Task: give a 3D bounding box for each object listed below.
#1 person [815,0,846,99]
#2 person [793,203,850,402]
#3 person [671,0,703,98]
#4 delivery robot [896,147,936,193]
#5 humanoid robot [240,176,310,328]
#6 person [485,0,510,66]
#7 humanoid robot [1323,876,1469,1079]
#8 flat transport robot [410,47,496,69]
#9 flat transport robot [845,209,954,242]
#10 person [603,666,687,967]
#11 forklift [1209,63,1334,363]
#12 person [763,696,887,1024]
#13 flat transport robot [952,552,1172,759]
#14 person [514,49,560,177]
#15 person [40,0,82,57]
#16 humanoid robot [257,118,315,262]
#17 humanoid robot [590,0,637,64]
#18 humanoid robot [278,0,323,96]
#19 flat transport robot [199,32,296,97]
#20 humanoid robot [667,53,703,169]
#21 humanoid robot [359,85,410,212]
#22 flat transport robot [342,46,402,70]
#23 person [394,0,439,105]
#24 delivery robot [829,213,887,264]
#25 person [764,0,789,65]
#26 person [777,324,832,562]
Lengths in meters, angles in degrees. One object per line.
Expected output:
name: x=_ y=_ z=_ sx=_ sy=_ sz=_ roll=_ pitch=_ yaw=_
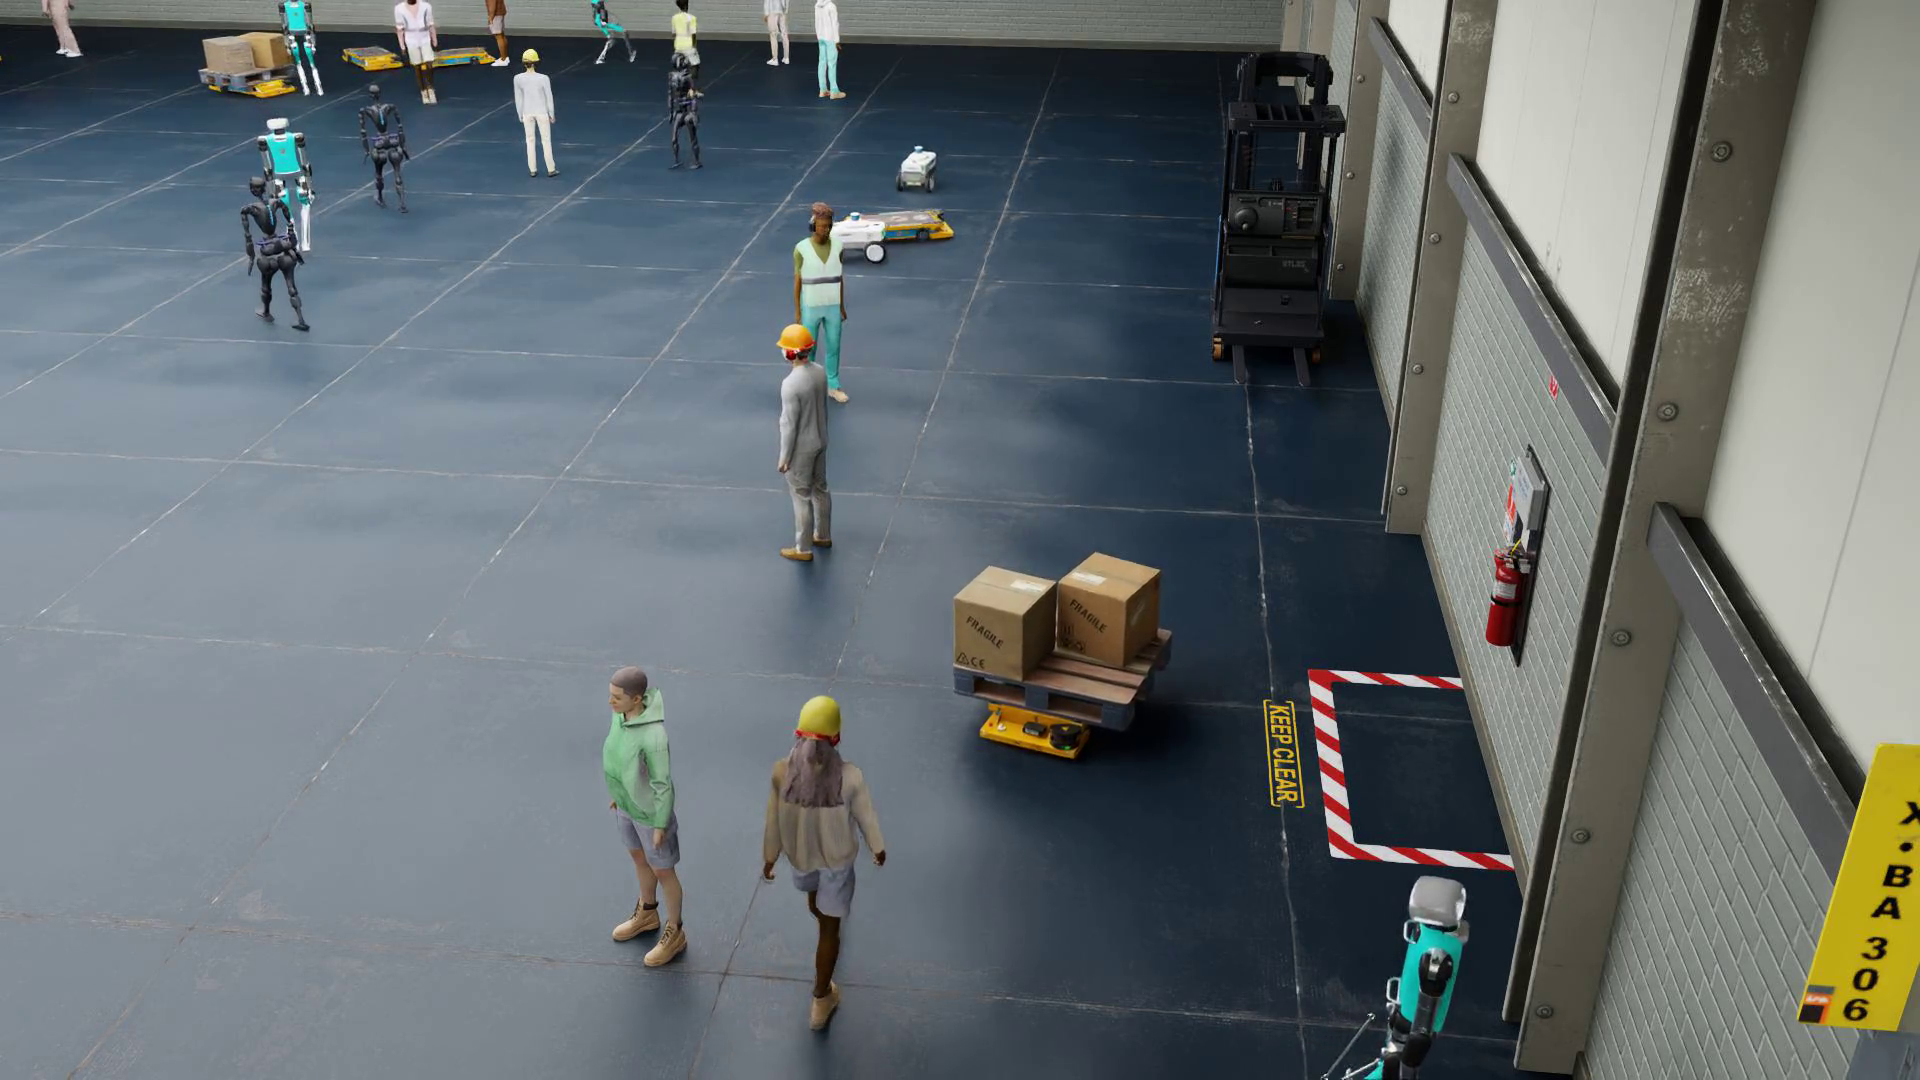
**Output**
person: x=-2.240 y=-8.488 z=28.251 sx=0.488 sy=1.913 sz=0.373 roll=21 pitch=34 yaw=36
person: x=-1.331 y=-2.195 z=15.634 sx=0.576 sy=1.975 sz=0.432 roll=-11 pitch=29 yaw=-22
person: x=-4.679 y=-8.382 z=28.302 sx=0.549 sy=1.666 sz=0.416 roll=14 pitch=30 yaw=25
delivery robot: x=-0.576 y=-5.154 z=23.099 sx=0.499 sy=0.586 sz=0.773 roll=6 pitch=27 yaw=12
humanoid robot: x=-7.345 y=-3.078 z=17.755 sx=0.781 sy=1.621 sz=0.616 roll=21 pitch=33 yaw=35
person: x=-8.596 y=-9.762 z=30.855 sx=0.384 sy=1.853 sz=0.801 roll=-1 pitch=27 yaw=-2
humanoid robot: x=1.748 y=2.209 z=7.146 sx=0.665 sy=1.842 sz=0.555 roll=8 pitch=28 yaw=15
flat transport robot: x=-9.503 y=-9.027 z=31.160 sx=1.431 sy=0.231 sz=0.659 roll=-14 pitch=30 yaw=-26
flat transport robot: x=-0.848 y=-3.950 z=21.024 sx=1.431 sy=0.231 sz=0.659 roll=-6 pitch=27 yaw=-12
person: x=-1.644 y=1.414 z=8.670 sx=0.348 sy=1.743 sz=0.472 roll=-22 pitch=34 yaw=-37
forklift: x=3.241 y=-3.477 z=17.183 sx=1.129 sy=2.768 sz=1.873 roll=3 pitch=27 yaw=6
person: x=-0.674 y=1.537 z=8.453 sx=0.583 sy=1.715 sz=0.895 roll=5 pitch=27 yaw=10
flat transport robot: x=0.706 y=0.978 z=11.187 sx=0.659 sy=0.231 sz=1.431 roll=11 pitch=29 yaw=21
person: x=-5.985 y=-6.018 z=23.482 sx=0.532 sy=1.765 sz=0.320 roll=1 pitch=27 yaw=1
person: x=-17.205 y=-10.115 z=31.548 sx=0.733 sy=1.866 sz=0.722 roll=1 pitch=27 yaw=1
humanoid robot: x=-7.983 y=-4.191 z=19.871 sx=0.545 sy=1.763 sz=0.940 roll=-9 pitch=28 yaw=-17
humanoid robot: x=-6.472 y=-9.810 z=31.100 sx=0.962 sy=1.767 sz=0.531 roll=-16 pitch=31 yaw=-28
humanoid robot: x=-11.257 y=-8.467 z=28.450 sx=0.544 sy=1.843 sz=0.655 roll=-8 pitch=28 yaw=-15
flat transport robot: x=-12.325 y=-7.918 z=28.946 sx=1.431 sy=0.231 sz=0.659 roll=15 pitch=30 yaw=27
humanoid robot: x=-3.942 y=-6.106 z=23.762 sx=0.599 sy=1.647 sz=0.538 roll=19 pitch=32 yaw=33
humanoid robot: x=-7.598 y=-5.183 z=21.950 sx=0.589 sy=1.621 sz=0.759 roll=-17 pitch=31 yaw=-30
flat transport robot: x=-11.024 y=-9.024 z=31.154 sx=0.659 sy=0.231 sz=1.431 roll=-18 pitch=32 yaw=-32
person: x=-8.992 y=-8.235 z=27.627 sx=0.626 sy=2.015 sz=0.730 roll=-9 pitch=28 yaw=-18
delivery robot: x=-1.233 y=-3.651 z=20.108 sx=0.767 sy=0.595 sz=0.517 roll=-1 pitch=27 yaw=-3
person: x=-3.400 y=-9.790 z=30.889 sx=0.510 sy=1.875 sz=0.383 roll=-17 pitch=31 yaw=-30
person: x=-1.210 y=-0.751 z=12.838 sx=0.389 sy=1.889 sz=0.568 roll=13 pitch=29 yaw=23
